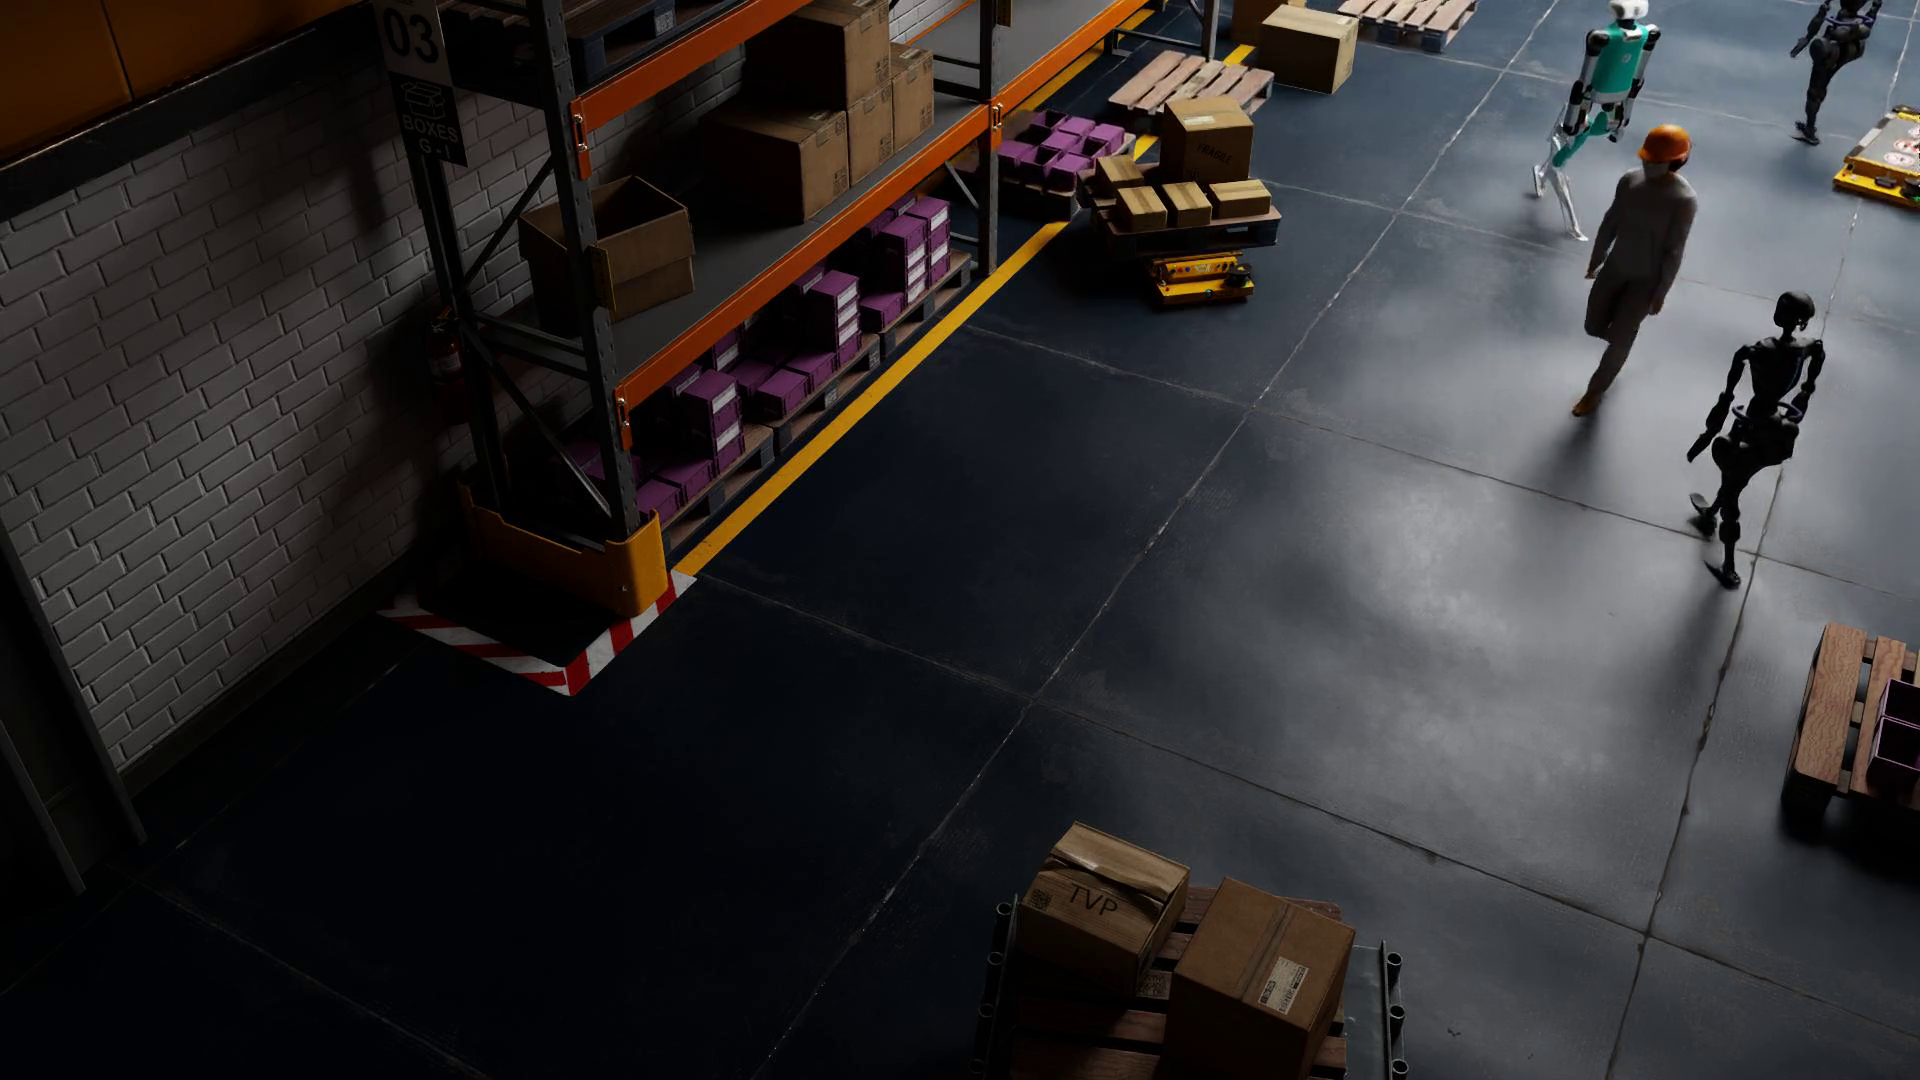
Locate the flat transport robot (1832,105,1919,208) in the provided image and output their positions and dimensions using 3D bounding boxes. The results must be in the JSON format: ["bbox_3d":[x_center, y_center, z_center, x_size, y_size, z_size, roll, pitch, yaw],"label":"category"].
[{"bbox_3d":[7.389,-2.994,12.962,0.659,0.231,1.431,28,46,30],"label":"flat transport robot"}]

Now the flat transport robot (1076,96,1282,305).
[{"bbox_3d":[1.556,-2.137,11.891,0.659,0.231,1.431,-8,39,-9],"label":"flat transport robot"}]

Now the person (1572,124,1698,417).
[{"bbox_3d":[4.078,-1.649,10.003,0.626,1.874,0.561,-28,46,-30],"label":"person"}]

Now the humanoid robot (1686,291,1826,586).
[{"bbox_3d":[4.195,-0.597,8.856,0.589,1.634,0.705,-8,39,-10],"label":"humanoid robot"}]

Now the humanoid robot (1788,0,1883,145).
[{"bbox_3d":[6.856,-3.939,13.021,0.602,1.654,0.408,-9,40,-11],"label":"humanoid robot"}]

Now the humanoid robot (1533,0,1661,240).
[{"bbox_3d":[4.433,-3.135,11.998,0.534,1.780,1.002,-10,40,-12],"label":"humanoid robot"}]
